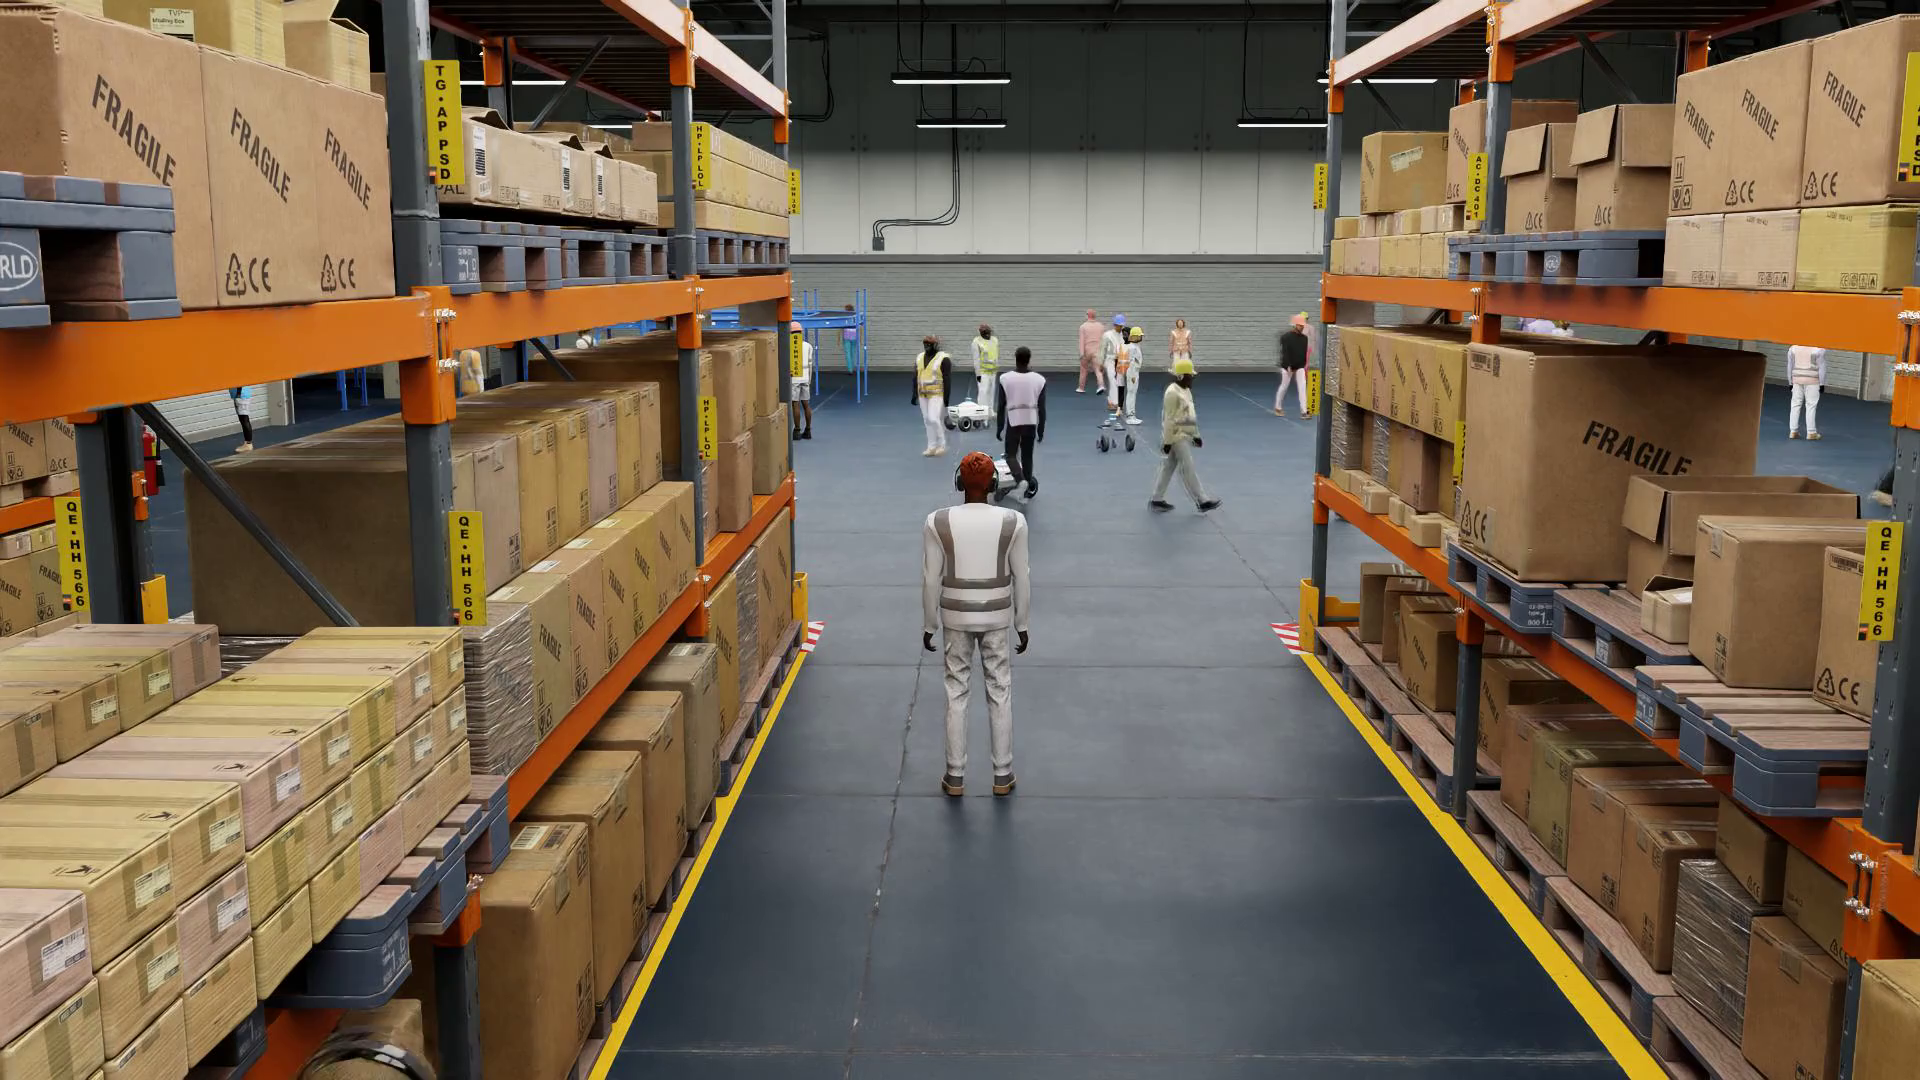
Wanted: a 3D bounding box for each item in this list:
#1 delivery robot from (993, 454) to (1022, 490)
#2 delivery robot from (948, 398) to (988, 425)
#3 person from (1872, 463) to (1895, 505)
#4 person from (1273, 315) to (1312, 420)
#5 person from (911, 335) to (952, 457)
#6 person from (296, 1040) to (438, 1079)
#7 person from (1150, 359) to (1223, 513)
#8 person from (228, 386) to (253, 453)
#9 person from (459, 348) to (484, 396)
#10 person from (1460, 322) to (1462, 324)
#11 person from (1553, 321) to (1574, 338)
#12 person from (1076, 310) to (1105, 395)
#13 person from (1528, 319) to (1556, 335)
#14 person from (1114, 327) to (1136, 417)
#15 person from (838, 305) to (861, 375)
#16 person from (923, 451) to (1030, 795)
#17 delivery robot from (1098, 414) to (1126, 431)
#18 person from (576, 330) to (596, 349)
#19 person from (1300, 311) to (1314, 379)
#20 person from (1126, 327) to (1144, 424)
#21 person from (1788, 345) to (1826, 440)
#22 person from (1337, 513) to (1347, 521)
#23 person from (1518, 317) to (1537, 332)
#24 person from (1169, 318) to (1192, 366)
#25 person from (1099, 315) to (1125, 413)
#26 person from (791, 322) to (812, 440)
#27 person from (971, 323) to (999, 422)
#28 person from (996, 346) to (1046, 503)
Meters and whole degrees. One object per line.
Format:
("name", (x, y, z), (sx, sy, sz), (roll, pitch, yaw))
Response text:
("delivery robot", (0.558, -0.820, 20.546), (0.477, 0.478, 0.707), (8, 12, 39))
("delivery robot", (0.147, -2.235, 29.023), (0.707, 0.478, 0.477), (-7, 12, -37))
("person", (11.260, -1.343, 19.520), (0.685, 2.000, 0.997), (-8, 13, -41))
("person", (6.247, -3.255, 31.186), (0.601, 1.945, 1.054), (-3, 10, -19))
("person", (-0.440, -2.165, 24.976), (0.630, 1.829, 0.444), (8, 12, 39))
("person", (-0.779, 1.595, 2.237), (0.660, 1.886, 1.006), (0, 9, -1))
("person", (2.632, -1.208, 19.319), (0.915, 1.782, 0.612), (4, 10, 20))
("person", (-11.022, -2.184, 25.454), (0.318, 1.695, 0.540), (-3, 10, -17))
("person", (-7.403, -2.259, 25.226), (0.691, 1.921, 0.594), (-7, 12, -37))
("person", (11.201, -4.289, 37.509), (0.675, 1.883, 0.665), (-4, 10, -21))
("person", (12.416, -3.708, 34.130), (0.525, 1.856, 0.464), (-4, 10, -24))
("person", (2.913, -4.168, 36.861), (0.653, 1.868, 0.991), (-4, 10, -23))
("person", (12.708, -4.130, 36.495), (0.652, 1.904, 0.402), (-2, 10, -13))
("person", (3.123, -3.143, 31.198), (0.532, 1.697, 0.319), (5, 11, 30))
("person", (-2.897, -5.237, 43.449), (0.587, 1.803, 0.883), (-4, 10, -21))
("person", (0.090, 0.454, 9.094), (0.586, 1.882, 0.340), (0, 9, -1))
("delivery robot", (2.381, -1.844, 25.903), (0.335, 0.223, 0.698), (-2, 10, -14))
("person", (-6.925, -3.180, 31.089), (0.852, 1.817, 0.518), (6, 11, 33))
("person", (8.379, -4.707, 40.418), (0.533, 1.746, 0.626), (6, 11, 31))
("person", (3.169, -2.980, 30.085), (0.297, 1.745, 0.484), (2, 10, 14))
("person", (13.987, -2.586, 27.455), (0.429, 1.837, 0.620), (-7, 11, -34))
("person", (4.361, -1.130, 18.775), (0.615, 1.815, 0.443), (-9, 13, -44))
("person", (14.933, -5.378, 43.565), (0.608, 2.039, 0.395), (3, 10, 18))
("person", (5.101, -4.327, 38.502), (0.537, 1.623, 0.381), (1, 10, 5))
("person", (3.053, -3.454, 32.534), (0.595, 1.886, 0.965), (-3, 10, -18))
("person", (-2.687, -2.623, 27.397), (0.386, 1.925, 0.548), (9, 13, 44))
("person", (0.536, -3.075, 30.519), (0.434, 1.798, 0.791), (8, 13, 41))
("person", (0.752, -1.368, 19.938), (0.602, 1.903, 0.583), (-2, 10, -14))
